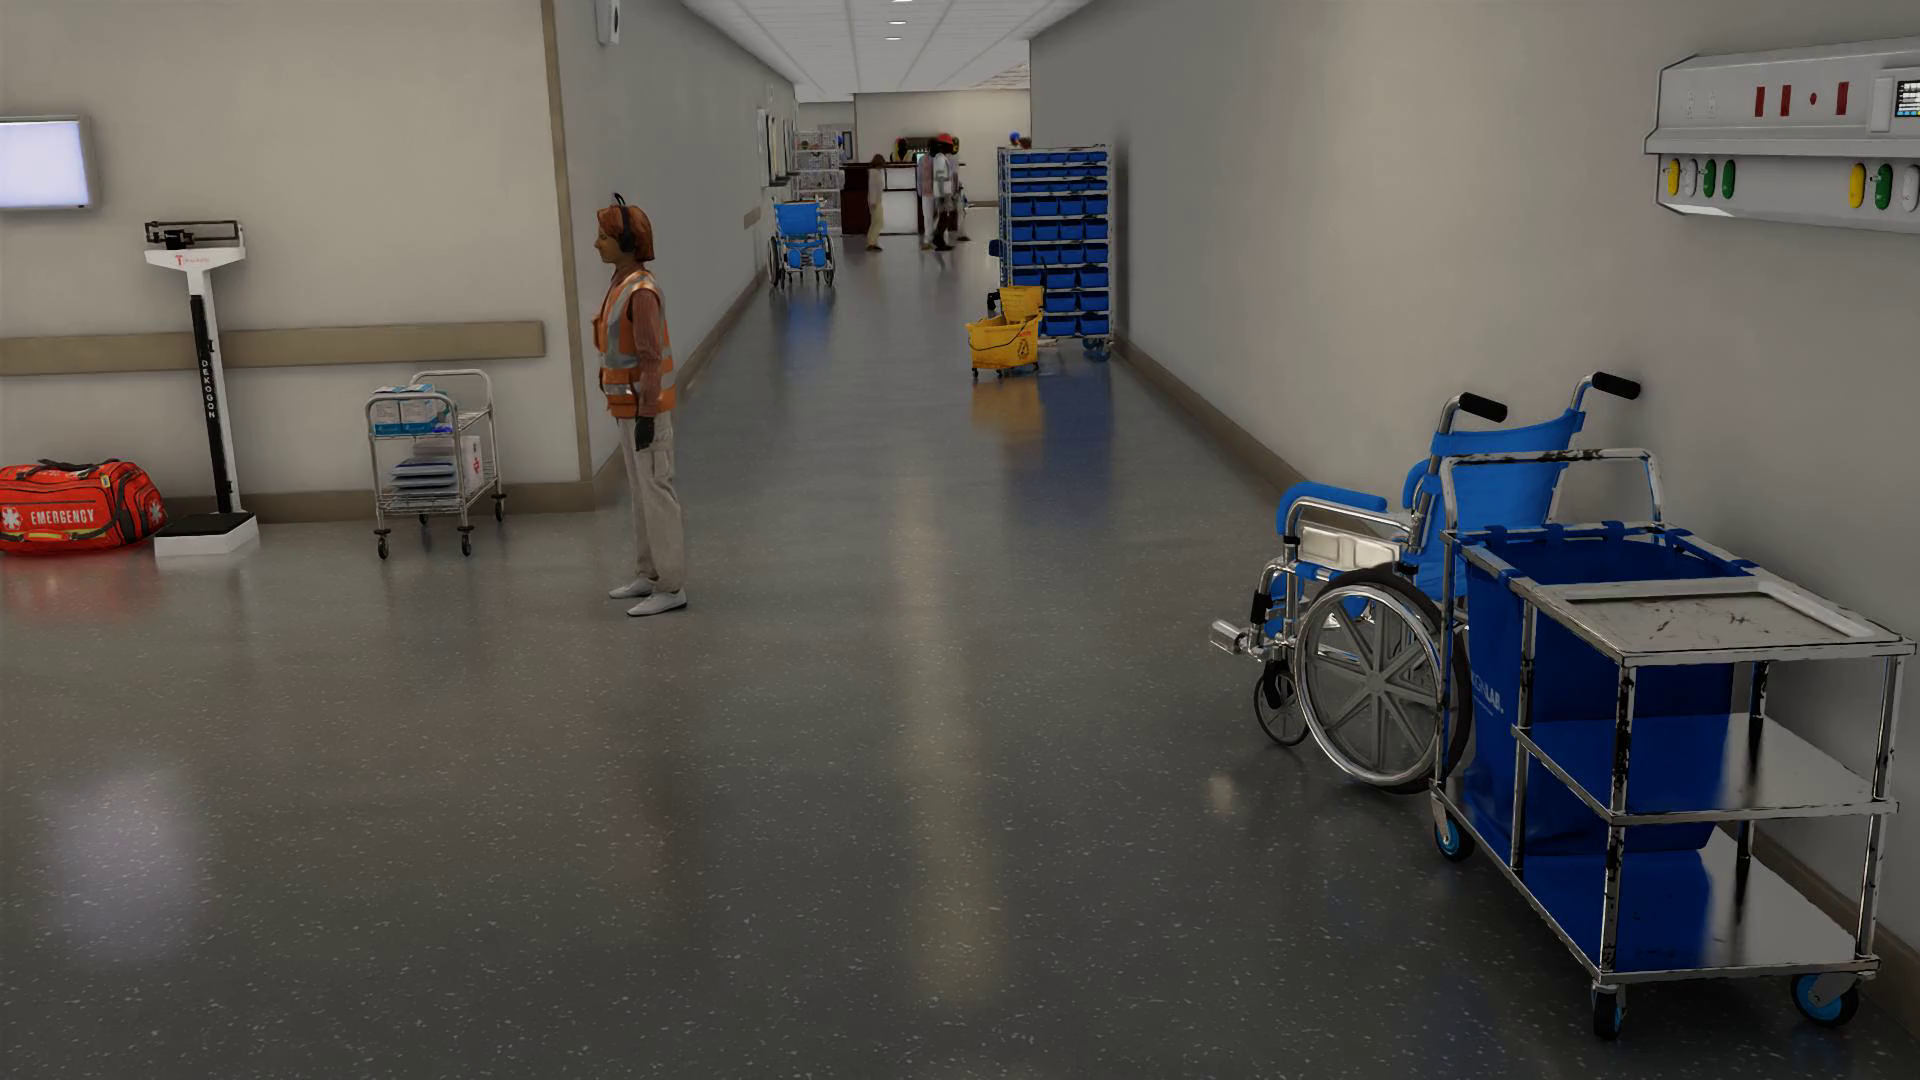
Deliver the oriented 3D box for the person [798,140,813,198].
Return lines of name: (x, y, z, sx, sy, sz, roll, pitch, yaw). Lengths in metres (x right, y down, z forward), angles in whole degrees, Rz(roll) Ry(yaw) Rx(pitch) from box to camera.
person: (-4.356, -10.423, 47.322, 0.562, 1.852, 0.527, -7, 15, -22)

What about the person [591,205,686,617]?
person: (-1.292, -0.517, 6.698, 0.309, 1.641, 0.513, -7, 15, -21)

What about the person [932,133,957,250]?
person: (-0.257, -5.736, 27.448, 0.405, 1.914, 0.554, -3, 14, -6)

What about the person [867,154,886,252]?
person: (-1.402, -5.607, 27.683, 0.421, 1.601, 0.537, -5, 14, -12)

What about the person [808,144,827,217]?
person: (-3.519, -8.839, 40.918, 0.327, 1.753, 0.561, -7, 15, -21)

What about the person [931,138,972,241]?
person: (-0.226, -6.215, 29.597, 0.883, 1.831, 0.567, -12, 17, -37)

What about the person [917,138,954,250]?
person: (-0.415, -5.772, 27.786, 0.619, 1.838, 0.430, 1, 14, 9)

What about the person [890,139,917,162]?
person: (-1.296, -8.255, 38.111, 0.618, 1.836, 0.431, 0, 14, 9)

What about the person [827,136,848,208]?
person: (-3.182, -9.601, 43.632, 0.602, 1.938, 0.400, 6, 16, 28)
